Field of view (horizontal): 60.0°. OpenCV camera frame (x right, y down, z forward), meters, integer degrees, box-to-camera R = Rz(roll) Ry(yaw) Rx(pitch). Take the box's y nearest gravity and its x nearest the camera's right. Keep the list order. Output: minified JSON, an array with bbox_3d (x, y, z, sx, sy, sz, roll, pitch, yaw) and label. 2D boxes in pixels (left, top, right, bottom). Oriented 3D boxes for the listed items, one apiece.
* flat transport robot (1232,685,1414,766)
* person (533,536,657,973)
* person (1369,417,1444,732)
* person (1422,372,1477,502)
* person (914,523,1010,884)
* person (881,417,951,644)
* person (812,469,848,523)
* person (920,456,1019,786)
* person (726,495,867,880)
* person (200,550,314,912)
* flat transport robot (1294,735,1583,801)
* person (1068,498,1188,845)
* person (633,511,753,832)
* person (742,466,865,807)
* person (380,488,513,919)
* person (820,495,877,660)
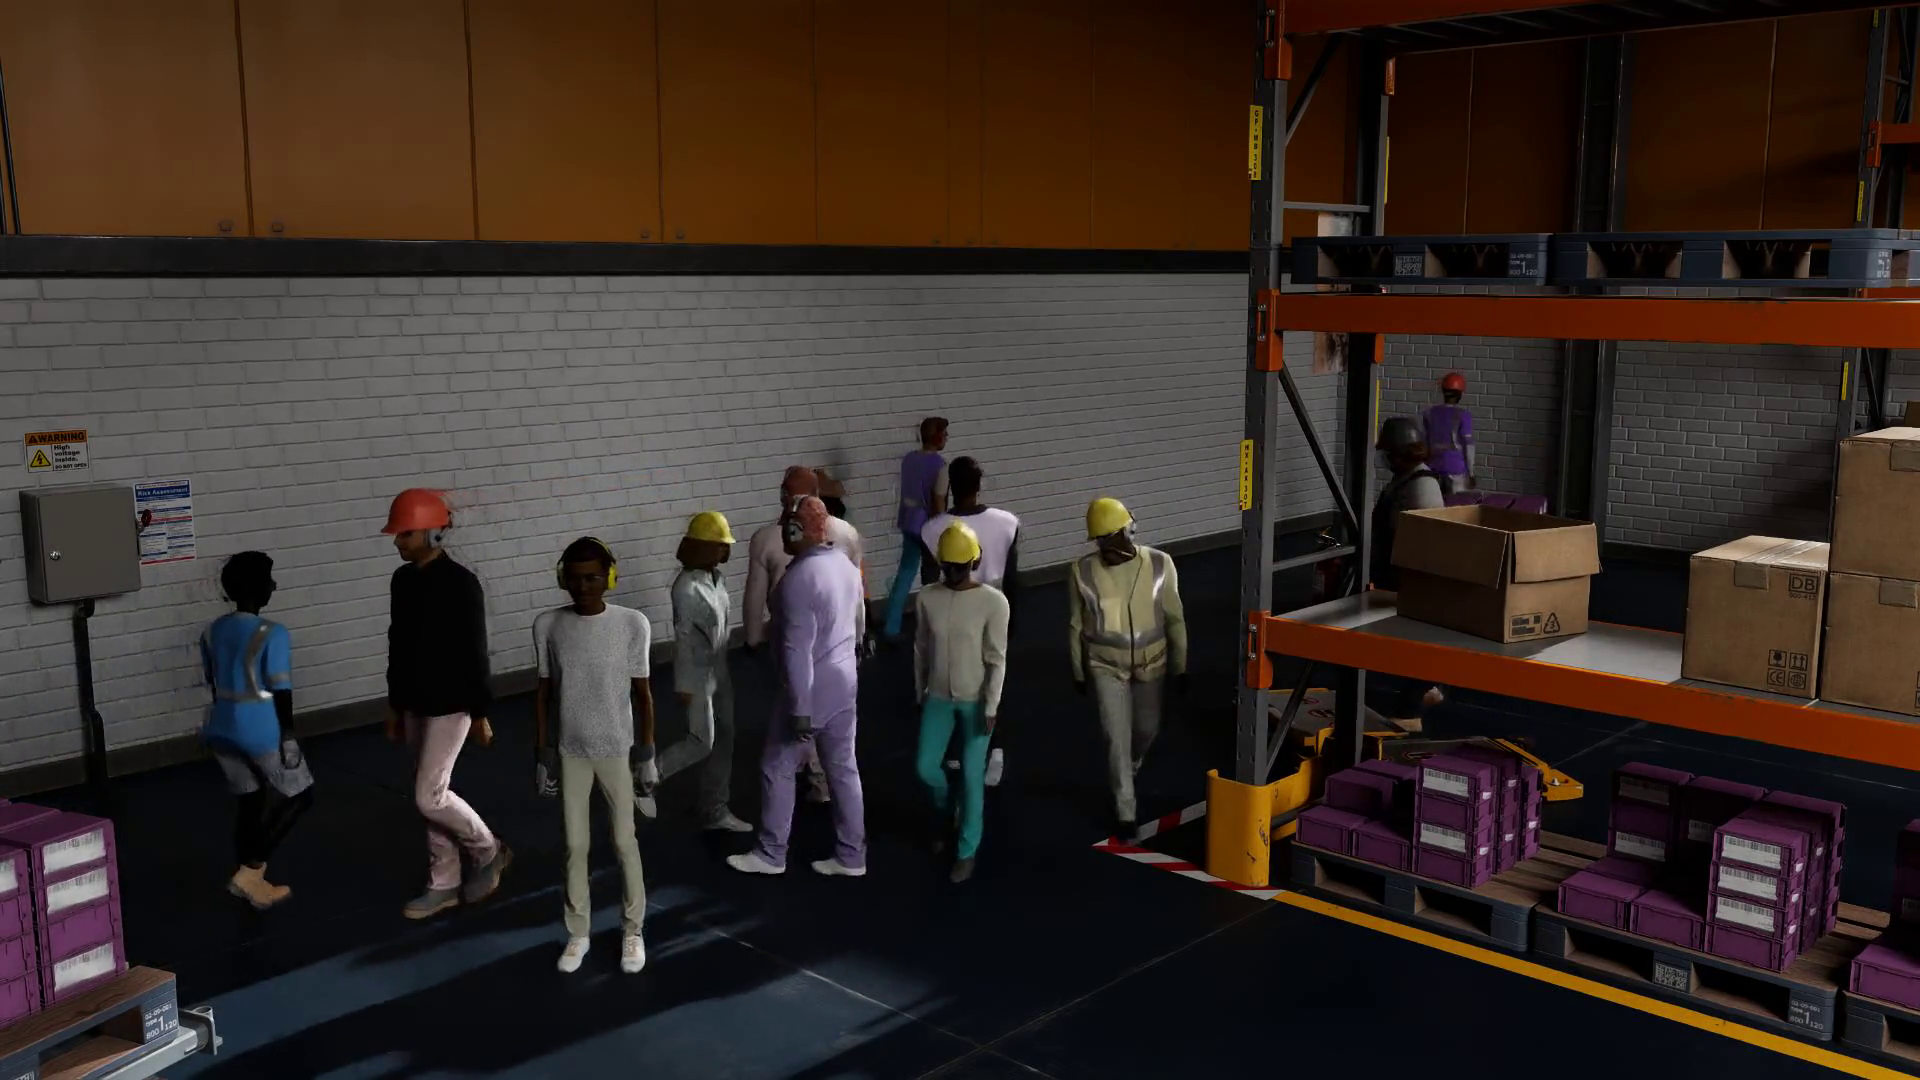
[{"bbox_3d":[2.228,1.144,10.308,0.652,0.197,1.431,-2,9,-9],"label":"flat transport robot"},{"bbox_3d":[-1.531,0.899,6.967,0.517,1.862,0.317,0,9,1],"label":"person"},{"bbox_3d":[2.822,0.208,10.636,0.539,2.000,0.716,1,9,8],"label":"person"},{"bbox_3d":[4.916,-0.728,16.736,0.422,1.920,0.560,-7,11,-36],"label":"person"},{"bbox_3d":[-0.003,0.774,8.063,0.530,1.746,0.385,4,10,24],"label":"person"},{"bbox_3d":[-0.252,-0.075,13.130,0.959,1.797,0.589,-8,12,-41],"label":"person"},{"bbox_3d":[-0.943,0.330,11.190,0.522,1.605,0.611,9,13,43],"label":"person"},{"bbox_3d":[0.066,0.459,9.574,0.599,1.891,0.832,-2,9,-9],"label":"person"},{"bbox_3d":[-0.804,0.715,8.016,0.786,1.879,0.667,4,10,23],"label":"person"},{"bbox_3d":[-3.208,0.883,7.563,0.550,1.682,0.383,5,11,29],"label":"person"},{"bbox_3d":[2.676,1.301,9.349,1.431,0.197,0.652,-2,9,-10],"label":"flat transport robot"},{"bbox_3d":[0.867,0.638,8.809,0.617,1.788,0.825,-1,9,-5],"label":"person"},{"bbox_3d":[-1.404,0.690,8.681,0.580,1.717,0.486,3,10,18],"label":"person"},{"bbox_3d":[-0.886,0.515,9.333,0.655,1.856,0.998,-5,11,-29],"label":"person"},{"bbox_3d":[-2.384,0.742,7.535,0.620,1.977,0.438,8,12,42],"label":"person"},{"bbox_3d":[-0.728,0.576,9.491,0.550,1.662,0.712,-6,11,-33],"label":"person"}]
